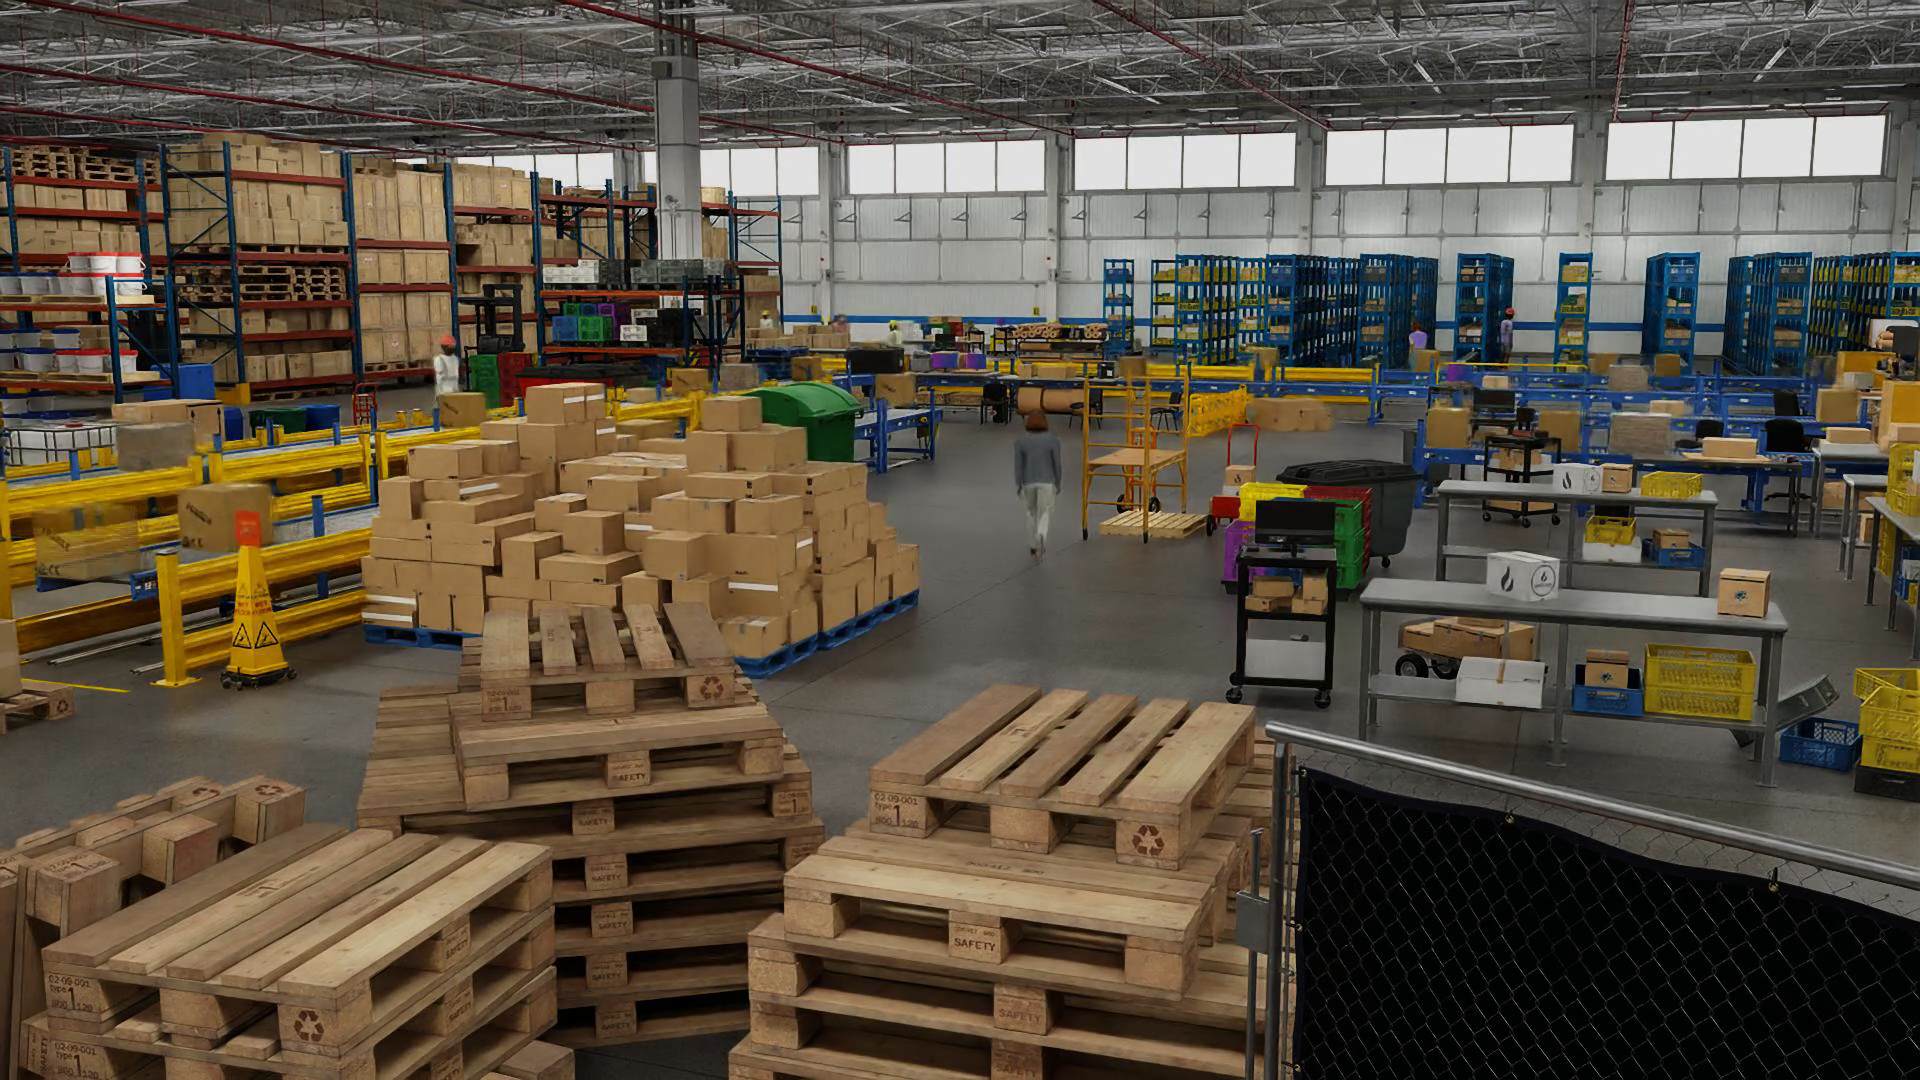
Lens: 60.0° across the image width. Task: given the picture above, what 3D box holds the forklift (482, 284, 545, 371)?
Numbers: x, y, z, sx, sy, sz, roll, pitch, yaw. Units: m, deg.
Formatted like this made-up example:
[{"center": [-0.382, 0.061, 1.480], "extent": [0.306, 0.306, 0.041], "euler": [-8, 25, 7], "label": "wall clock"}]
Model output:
[{"center": [-10.832, -4.702, 39.610], "extent": [1.129, 2.768, 1.873], "euler": [3, 10, 20], "label": "forklift"}]

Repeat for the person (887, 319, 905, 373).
[{"center": [-1.782, -5.280, 46.608], "extent": [0.777, 1.809, 0.599], "euler": [6, 11, 32], "label": "person"}]

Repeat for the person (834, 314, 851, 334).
[{"center": [-3.643, -6.106, 51.722], "extent": [0.657, 1.832, 1.003], "euler": [-5, 11, -31], "label": "person"}]

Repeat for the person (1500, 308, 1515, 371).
[{"center": [16.607, -6.003, 50.401], "extent": [0.395, 2.042, 0.611], "euler": [-1, 9, -7], "label": "person"}]

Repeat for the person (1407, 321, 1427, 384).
[{"center": [11.858, -4.749, 43.150], "extent": [0.573, 1.841, 0.376], "euler": [-5, 10, -27], "label": "person"}]

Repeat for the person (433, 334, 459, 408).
[{"center": [-9.086, -2.641, 29.432], "extent": [1.030, 2.009, 0.622], "euler": [5, 10, 27], "label": "person"}]

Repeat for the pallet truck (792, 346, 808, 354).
[{"center": [-3.705, -4.298, 42.022], "extent": [0.653, 1.274, 1.630], "euler": [3, 10, 20], "label": "pallet truck"}]

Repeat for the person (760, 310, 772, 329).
[{"center": [-7.167, -7.606, 61.370], "extent": [0.524, 1.755, 0.376], "euler": [3, 9, 17], "label": "person"}]

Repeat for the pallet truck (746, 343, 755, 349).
[{"center": [-6.183, -4.618, 44.264], "extent": [1.601, 1.201, 0.680], "euler": [-9, 12, -43], "label": "pallet truck"}]

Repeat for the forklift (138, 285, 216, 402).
[{"center": [-17.480, -4.200, 36.461], "extent": [1.873, 2.768, 1.129], "euler": [3, 10, 19], "label": "forklift"}]

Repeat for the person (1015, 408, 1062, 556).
[{"center": [0.827, -0.606, 17.837], "extent": [0.509, 1.617, 0.521], "euler": [2, 9, 10], "label": "person"}]
